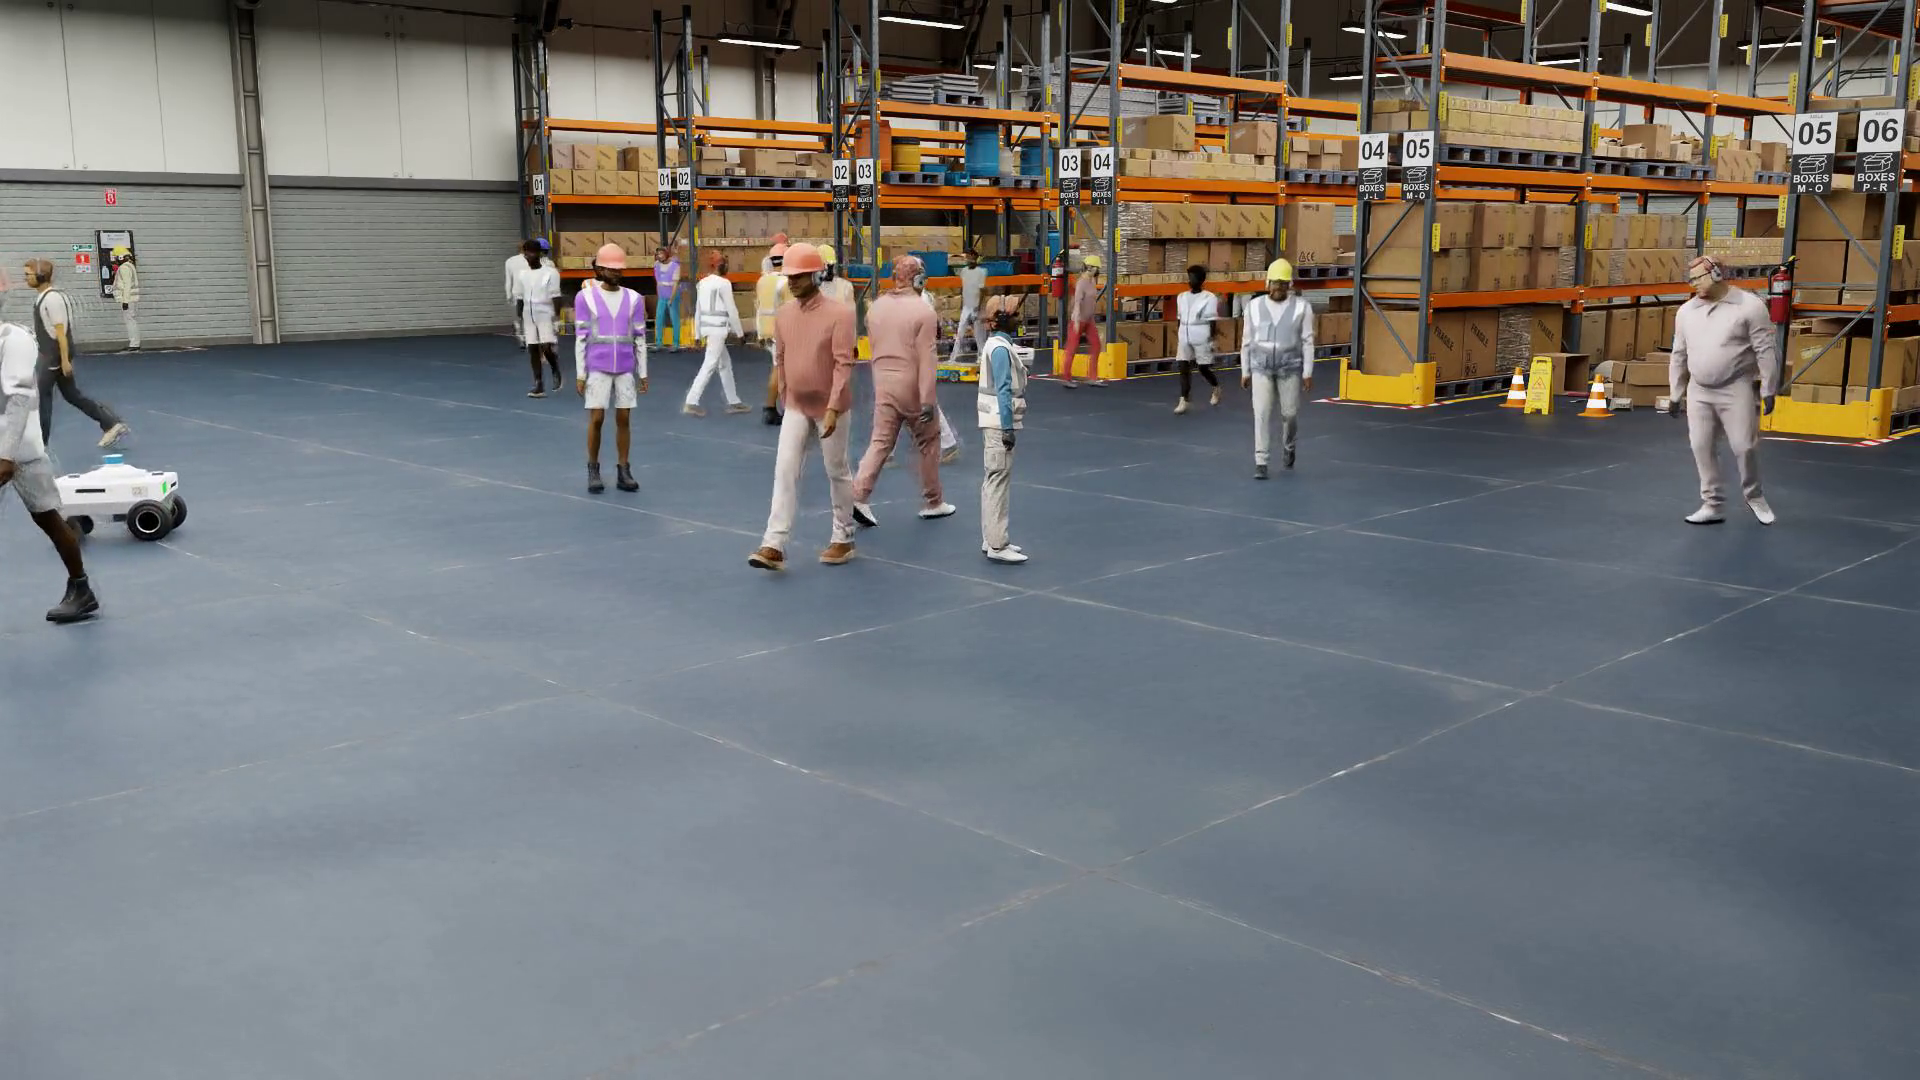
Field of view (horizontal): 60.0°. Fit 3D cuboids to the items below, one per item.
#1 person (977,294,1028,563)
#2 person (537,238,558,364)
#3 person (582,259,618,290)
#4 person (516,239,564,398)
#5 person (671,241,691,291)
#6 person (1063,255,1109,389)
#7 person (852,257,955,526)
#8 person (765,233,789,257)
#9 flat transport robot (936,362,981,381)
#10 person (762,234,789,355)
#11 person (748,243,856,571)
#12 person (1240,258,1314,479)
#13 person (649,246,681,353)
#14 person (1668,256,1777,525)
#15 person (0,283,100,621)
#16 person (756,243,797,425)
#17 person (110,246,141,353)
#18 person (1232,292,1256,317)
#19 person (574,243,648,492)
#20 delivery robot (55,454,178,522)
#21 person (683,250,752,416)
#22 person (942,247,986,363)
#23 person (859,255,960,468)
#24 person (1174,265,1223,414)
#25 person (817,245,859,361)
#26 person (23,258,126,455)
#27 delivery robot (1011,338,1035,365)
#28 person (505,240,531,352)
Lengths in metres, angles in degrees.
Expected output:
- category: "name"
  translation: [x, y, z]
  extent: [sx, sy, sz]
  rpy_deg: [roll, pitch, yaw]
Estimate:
- category: "person"
  translation: [0.258, -0.693, 10.300]
  extent: [0.307, 1.641, 0.513]
  rpy_deg: [-1, 10, -4]
- category: "person"
  translation: [-6.505, -3.745, 26.098]
  extent: [0.388, 1.949, 0.602]
  rpy_deg: [0, 10, -2]
- category: "person"
  translation: [-4.994, -3.074, 23.147]
  extent: [0.552, 1.677, 0.565]
  rpy_deg: [-2, 11, -10]
- category: "person"
  translation: [-5.234, -2.756, 20.686]
  extent: [0.643, 1.953, 0.436]
  rpy_deg: [4, 11, 19]
- category: "person"
  translation: [-5.368, -4.899, 32.507]
  extent: [0.637, 1.913, 0.847]
  rpy_deg: [6, 12, 31]
- category: "person"
  translation: [1.667, -2.842, 21.752]
  extent: [0.741, 1.722, 0.662]
  rpy_deg: [6, 12, 31]
- category: "person"
  translation: [-0.419, -1.041, 11.605]
  extent: [0.643, 1.864, 0.966]
  rpy_deg: [8, 13, 36]
- category: "person"
  translation: [-3.128, -4.361, 29.202]
  extent: [0.607, 2.044, 0.379]
  rpy_deg: [2, 11, 13]
- category: "flat transport robot"
  translation: [-0.260, -2.372, 23.295]
  extent: [1.431, 0.197, 0.652]
  rpy_deg: [4, 11, 22]
- category: "person"
  translation: [-2.973, -4.044, 27.536]
  extent: [0.419, 2.028, 0.605]
  rpy_deg: [9, 14, 40]
- category: "person"
  translation: [-0.923, -0.778, 9.924]
  extent: [0.611, 1.945, 0.963]
  rpy_deg: [5, 12, 26]
- category: "person"
  translation: [2.659, -1.453, 13.975]
  extent: [0.611, 1.812, 0.739]
  rpy_deg: [3, 11, 14]
- category: "person"
  translation: [-5.043, -4.089, 28.360]
  extent: [0.554, 1.801, 0.838]
  rpy_deg: [5, 11, 25]
- category: "person"
  translation: [5.331, -1.038, 11.586]
  extent: [0.640, 1.864, 0.709]
  rpy_deg: [-8, 13, -38]
- category: "person"
  translation: [-4.855, -0.459, 8.363]
  extent: [0.563, 1.883, 1.016]
  rpy_deg: [4, 11, 20]
- category: "person"
  translation: [-1.854, -2.207, 17.806]
  extent: [0.709, 1.905, 0.577]
  rpy_deg: [-9, 14, -41]
- category: "person"
  translation: [-14.278, -4.118, 28.481]
  extent: [0.404, 1.818, 0.601]
  rpy_deg: [-4, 11, -19]
- category: "person"
  translation: [5.296, -4.599, 31.049]
  extent: [0.429, 1.844, 0.627]
  rpy_deg: [-9, 14, -41]
- category: "person"
  translation: [-2.738, -1.352, 13.083]
  extent: [0.556, 1.933, 0.376]
  rpy_deg: [-5, 12, -26]
- category: "delivery robot"
  translation: [-5.645, -0.330, 11.140]
  extent: [0.707, 0.478, 0.477]
  rpy_deg: [-2, 11, -13]
- category: "person"
  translation: [-2.754, -2.304, 18.607]
  extent: [0.946, 1.836, 0.563]
  rpy_deg: [-7, 13, -35]
- category: "person"
  translation: [0.117, -3.422, 24.712]
  extent: [0.539, 1.818, 0.941]
  rpy_deg: [8, 13, 38]
- category: "person"
  translation: [-0.405, -1.556, 14.468]
  extent: [0.964, 1.844, 0.589]
  rpy_deg: [-7, 12, -32]
- category: "person"
  translation: [2.718, -2.290, 18.919]
  extent: [0.539, 1.676, 0.695]
  rpy_deg: [9, 13, 39]
- category: "person"
  translation: [-1.336, -2.000, 16.681]
  extent: [0.598, 1.908, 0.720]
  rpy_deg: [-5, 12, -27]
- category: "person"
  translation: [-8.293, -1.705, 15.402]
  extent: [0.920, 1.813, 0.533]
  rpy_deg: [-7, 12, -33]
- category: "delivery robot"
  translation: [0.702, -2.628, 23.674]
  extent: [0.707, 0.478, 0.477]
  rpy_deg: [-5, 11, -25]
- category: "person"
  translation: [-7.488, -4.219, 28.755]
  extent: [0.664, 1.917, 0.566]
  rpy_deg: [0, 10, -1]
